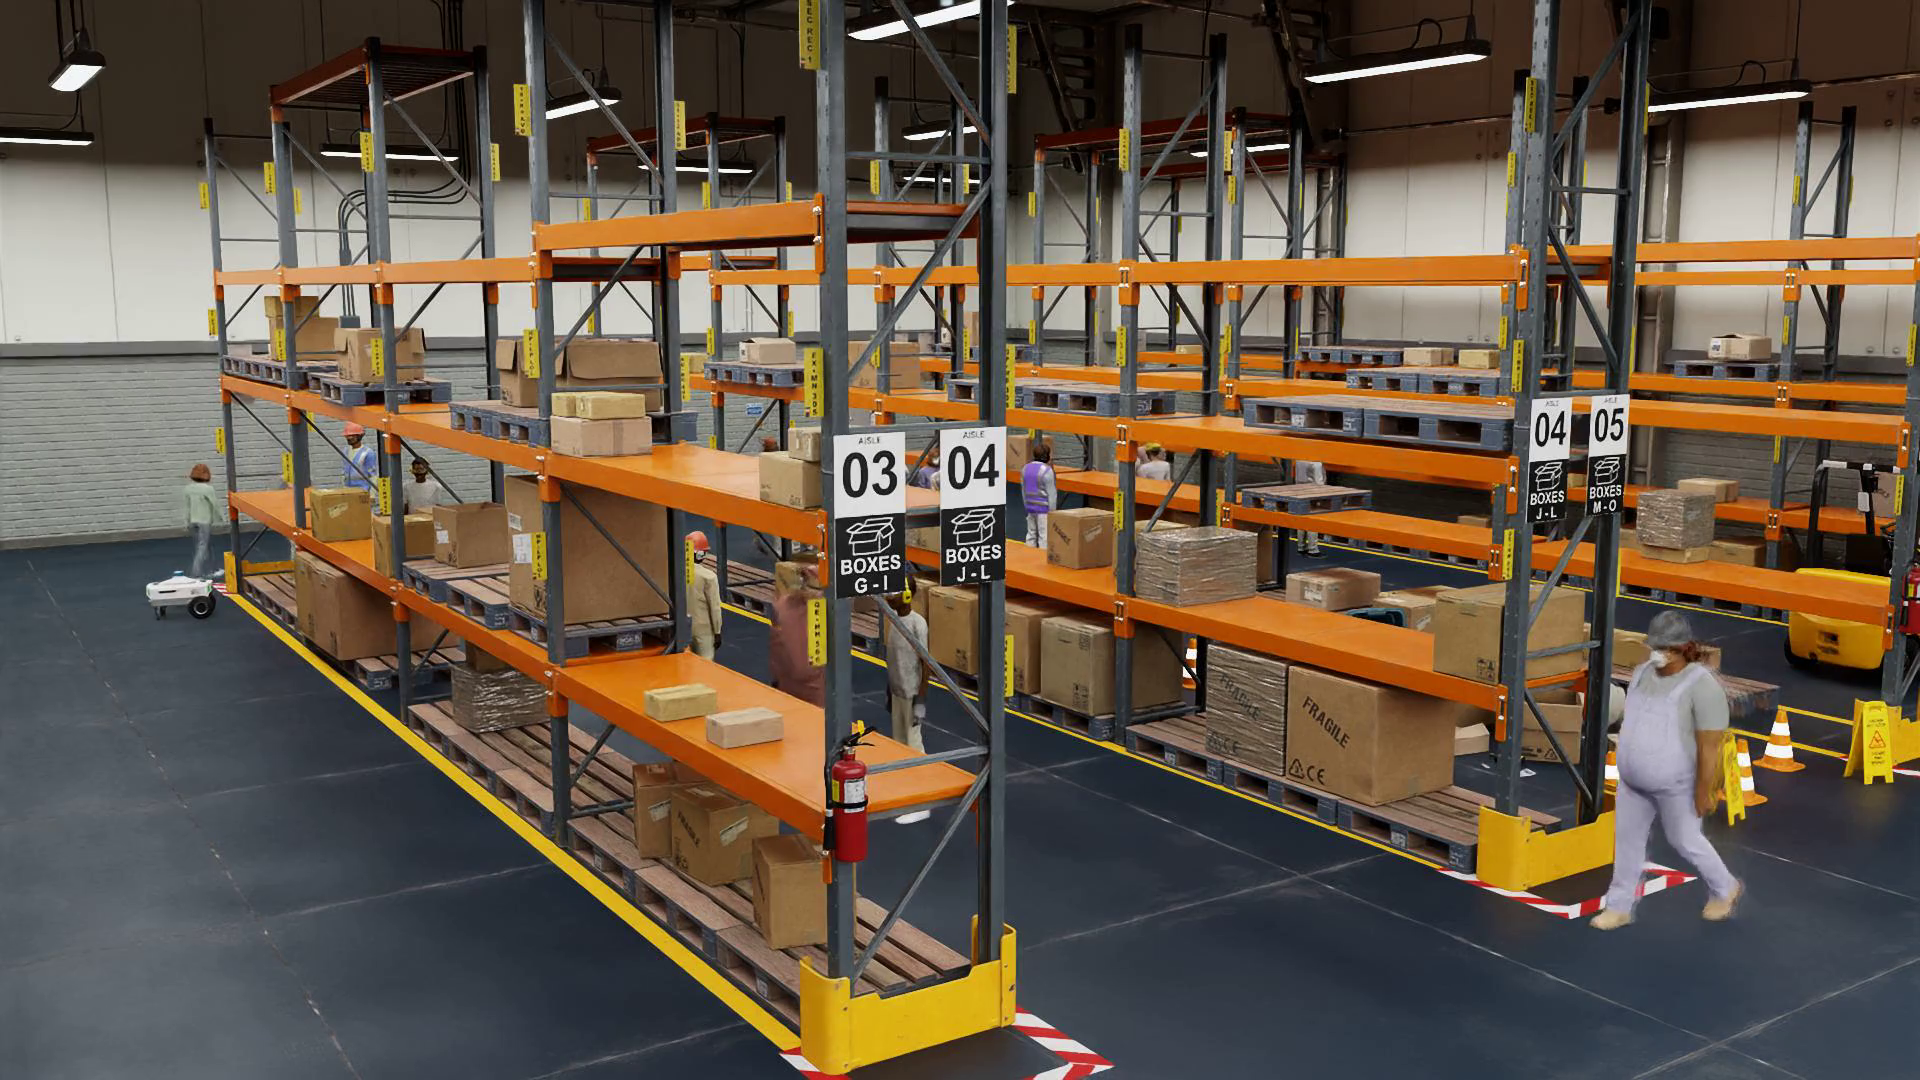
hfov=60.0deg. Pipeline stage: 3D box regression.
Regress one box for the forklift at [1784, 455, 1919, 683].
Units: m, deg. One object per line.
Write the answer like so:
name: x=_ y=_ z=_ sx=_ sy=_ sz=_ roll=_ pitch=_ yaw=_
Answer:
forklift: x=9.643 y=0.253 z=17.172 sx=2.313 sy=2.155 sz=1.214 roll=-6 pitch=10 yaw=-33

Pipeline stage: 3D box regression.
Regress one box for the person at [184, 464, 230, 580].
person: x=-10.058 y=-0.224 z=22.303 sx=0.511 sy=1.601 sz=0.776 roll=5 pitch=10 yaw=28

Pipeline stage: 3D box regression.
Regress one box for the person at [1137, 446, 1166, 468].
person: x=3.014 y=-0.924 z=26.436 sx=0.533 sy=1.765 sz=0.330 roll=1 pitch=9 yaw=5

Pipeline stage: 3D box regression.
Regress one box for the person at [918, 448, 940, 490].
person: x=-0.373 y=-0.543 z=24.357 sx=0.509 sy=1.626 sz=0.282 roll=-3 pitch=9 yaw=-20

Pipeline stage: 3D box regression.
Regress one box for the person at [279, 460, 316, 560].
person: x=-9.258 y=-0.374 z=23.290 sx=0.738 sy=1.596 sz=0.575 roll=8 pitch=12 yaw=42

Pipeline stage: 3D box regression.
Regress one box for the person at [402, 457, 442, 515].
person: x=-6.716 y=-0.120 z=20.767 sx=0.510 sy=1.862 sz=0.332 roll=-1 pitch=9 yaw=-4

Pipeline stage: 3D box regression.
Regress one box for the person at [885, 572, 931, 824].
person: x=-0.405 y=1.152 z=12.261 sx=0.309 sy=1.868 sz=0.535 roll=-5 pitch=10 yaw=-29

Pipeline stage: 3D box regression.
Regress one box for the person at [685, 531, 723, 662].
person: x=-2.380 y=0.790 z=15.054 sx=0.567 sy=1.751 sz=0.329 roll=4 pitch=10 yaw=27

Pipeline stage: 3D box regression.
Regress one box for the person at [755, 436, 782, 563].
person: x=-2.735 y=-0.581 z=23.861 sx=0.600 sy=1.859 sz=0.736 roll=-4 pitch=9 yaw=-24

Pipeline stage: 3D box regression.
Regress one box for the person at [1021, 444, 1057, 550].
person: x=1.108 y=-0.389 z=22.609 sx=0.429 sy=1.845 sz=0.621 roll=-7 pitch=11 yaw=-37

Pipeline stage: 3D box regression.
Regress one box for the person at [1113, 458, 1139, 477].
person: x=2.597 y=-0.759 z=25.822 sx=0.505 sy=1.617 sz=0.555 roll=-5 pitch=10 yaw=-31

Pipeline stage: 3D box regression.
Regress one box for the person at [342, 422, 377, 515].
person: x=-8.648 y=-0.682 z=23.894 sx=0.605 sy=2.045 sz=0.388 roll=4 pitch=10 yaw=26

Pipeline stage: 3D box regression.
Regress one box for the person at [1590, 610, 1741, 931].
person: x=4.369 y=1.379 z=10.178 sx=0.925 sy=2.000 sz=0.695 roll=-4 pitch=9 yaw=-23

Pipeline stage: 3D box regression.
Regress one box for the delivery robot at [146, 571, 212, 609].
delivery robot: x=-9.335 y=0.614 z=19.887 sx=0.707 sy=0.478 sz=0.477 roll=-3 pitch=9 yaw=-22

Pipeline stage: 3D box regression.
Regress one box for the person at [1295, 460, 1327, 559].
person: x=5.149 y=-0.645 z=24.343 sx=0.403 sy=1.833 sz=0.586 roll=-3 pitch=9 yaw=-22

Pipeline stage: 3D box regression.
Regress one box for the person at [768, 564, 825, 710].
person: x=-1.179 y=1.086 z=12.708 sx=0.725 sy=1.870 sz=0.473 roll=3 pitch=9 yaw=19

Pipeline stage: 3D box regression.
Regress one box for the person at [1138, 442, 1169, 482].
person: x=2.760 y=-0.589 z=24.236 sx=0.558 sy=1.746 sz=0.458 roll=-5 pitch=10 yaw=-32
